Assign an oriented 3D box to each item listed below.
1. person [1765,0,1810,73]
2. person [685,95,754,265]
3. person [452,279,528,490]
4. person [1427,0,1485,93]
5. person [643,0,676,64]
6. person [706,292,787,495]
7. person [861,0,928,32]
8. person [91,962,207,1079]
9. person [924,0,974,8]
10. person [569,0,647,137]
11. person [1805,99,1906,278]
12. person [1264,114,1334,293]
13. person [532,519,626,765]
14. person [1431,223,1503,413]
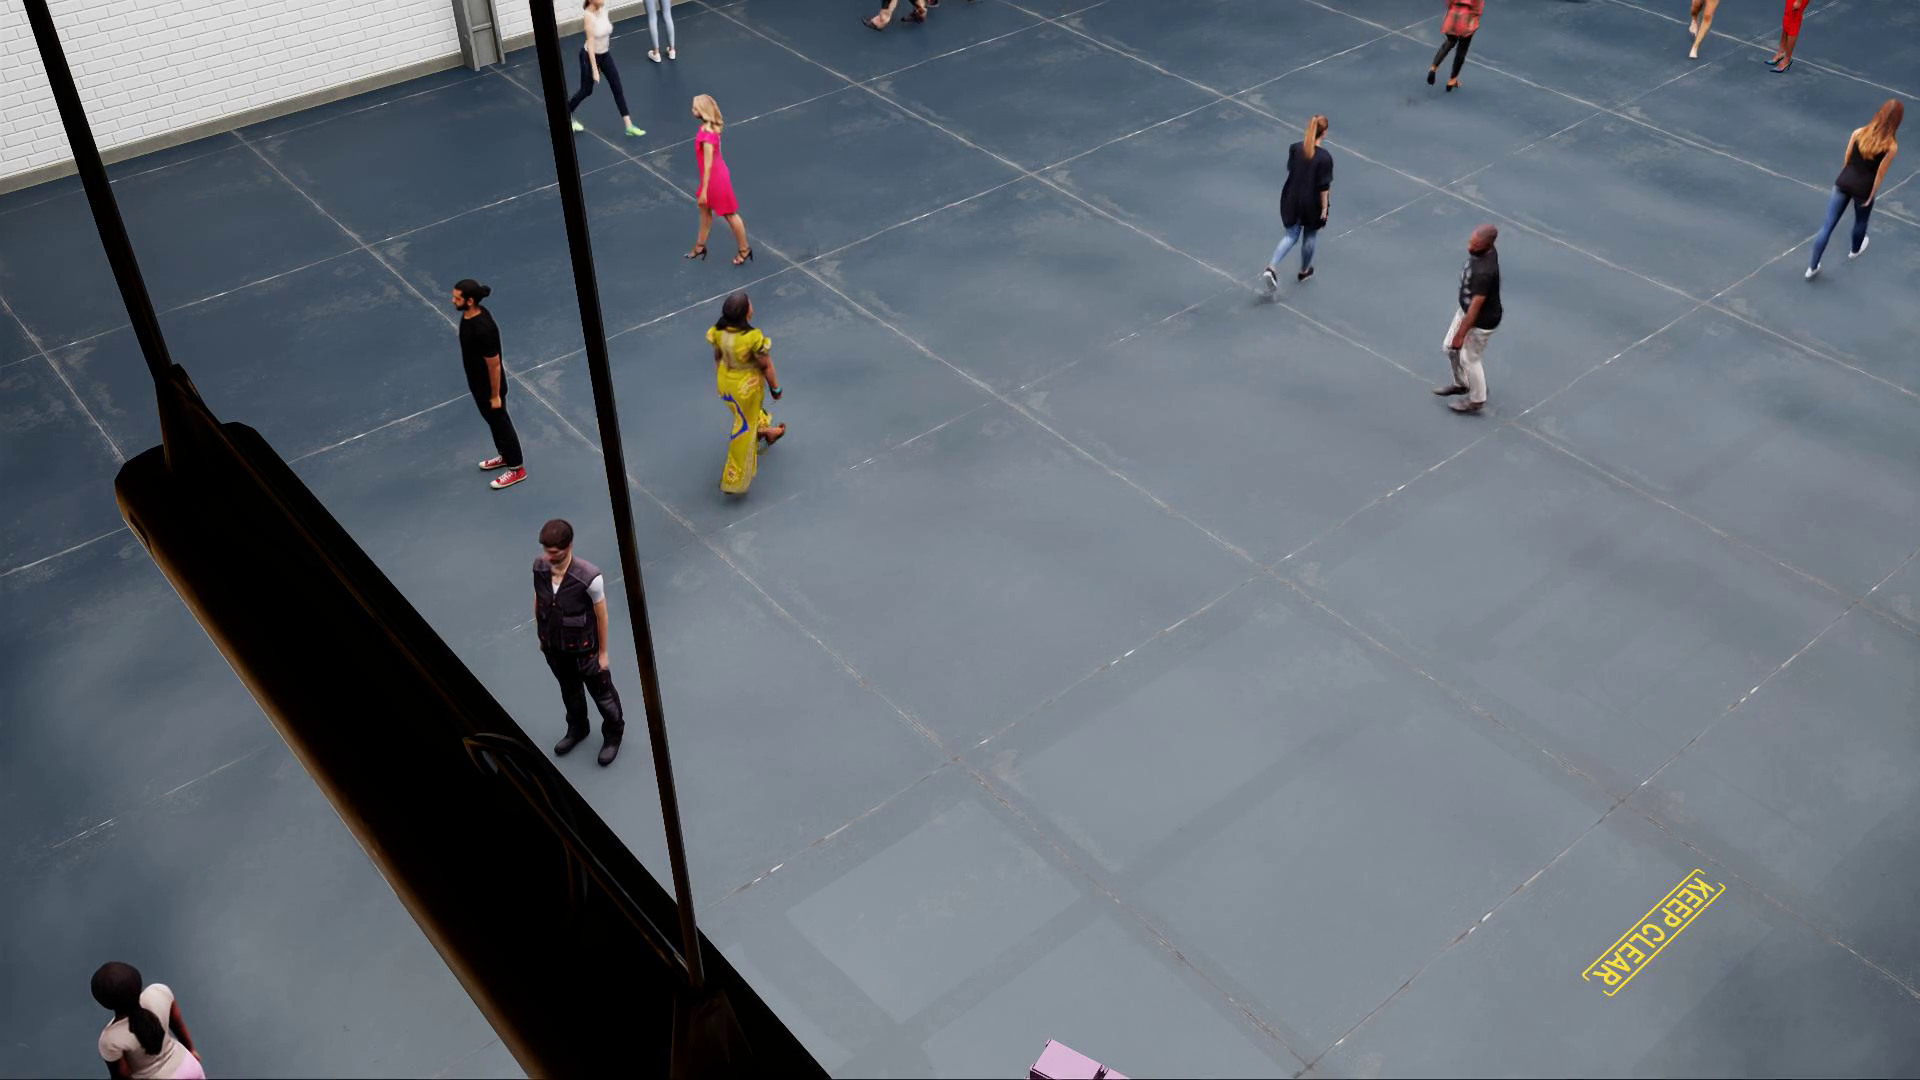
[{"bbox_3d":[9.591,-6.226,18.997,0.708,1.743,0.633,6,39,7],"label":"person"},{"bbox_3d":[-2.159,-3.310,15.377,0.979,1.703,0.863,-3,39,-4],"label":"person"},{"bbox_3d":[-3.607,-1.212,12.706,0.611,1.758,0.672,-20,43,-23],"label":"person"},{"bbox_3d":[5.525,-5.769,18.465,0.760,1.691,0.604,-27,46,-30],"label":"person"},{"bbox_3d":[-3.527,-6.405,19.253,0.500,1.702,0.700,-20,43,-24],"label":"person"},{"bbox_3d":[-1.689,-1.075,12.663,1.029,1.598,1.337,20,43,23],"label":"person"},{"bbox_3d":[-0.620,-7.023,19.949,1.217,1.799,1.008,-10,40,-12],"label":"person"},{"bbox_3d":[-3.794,2.599,7.947,0.706,1.741,0.597,13,40,16],"label":"person"},{"bbox_3d":[-0.150,-7.474,20.527,1.123,1.783,0.845,-19,42,-22],"label":"person"},{"bbox_3d":[-3.936,-5.063,17.608,1.126,1.658,1.231,10,40,12],"label":"person"},{"bbox_3d":[8.146,-3.163,15.224,0.639,1.664,1.093,32,48,33],"label":"person"},{"bbox_3d":[3.052,-3.009,15.029,0.714,1.667,1.020,30,48,32],"label":"person"},{"bbox_3d":[-2.391,0.614,10.346,0.741,1.849,0.747,13,40,15],"label":"person"},{"bbox_3d":[4.208,-1.776,13.410,0.896,1.761,0.825,13,40,16],"label":"person"}]
